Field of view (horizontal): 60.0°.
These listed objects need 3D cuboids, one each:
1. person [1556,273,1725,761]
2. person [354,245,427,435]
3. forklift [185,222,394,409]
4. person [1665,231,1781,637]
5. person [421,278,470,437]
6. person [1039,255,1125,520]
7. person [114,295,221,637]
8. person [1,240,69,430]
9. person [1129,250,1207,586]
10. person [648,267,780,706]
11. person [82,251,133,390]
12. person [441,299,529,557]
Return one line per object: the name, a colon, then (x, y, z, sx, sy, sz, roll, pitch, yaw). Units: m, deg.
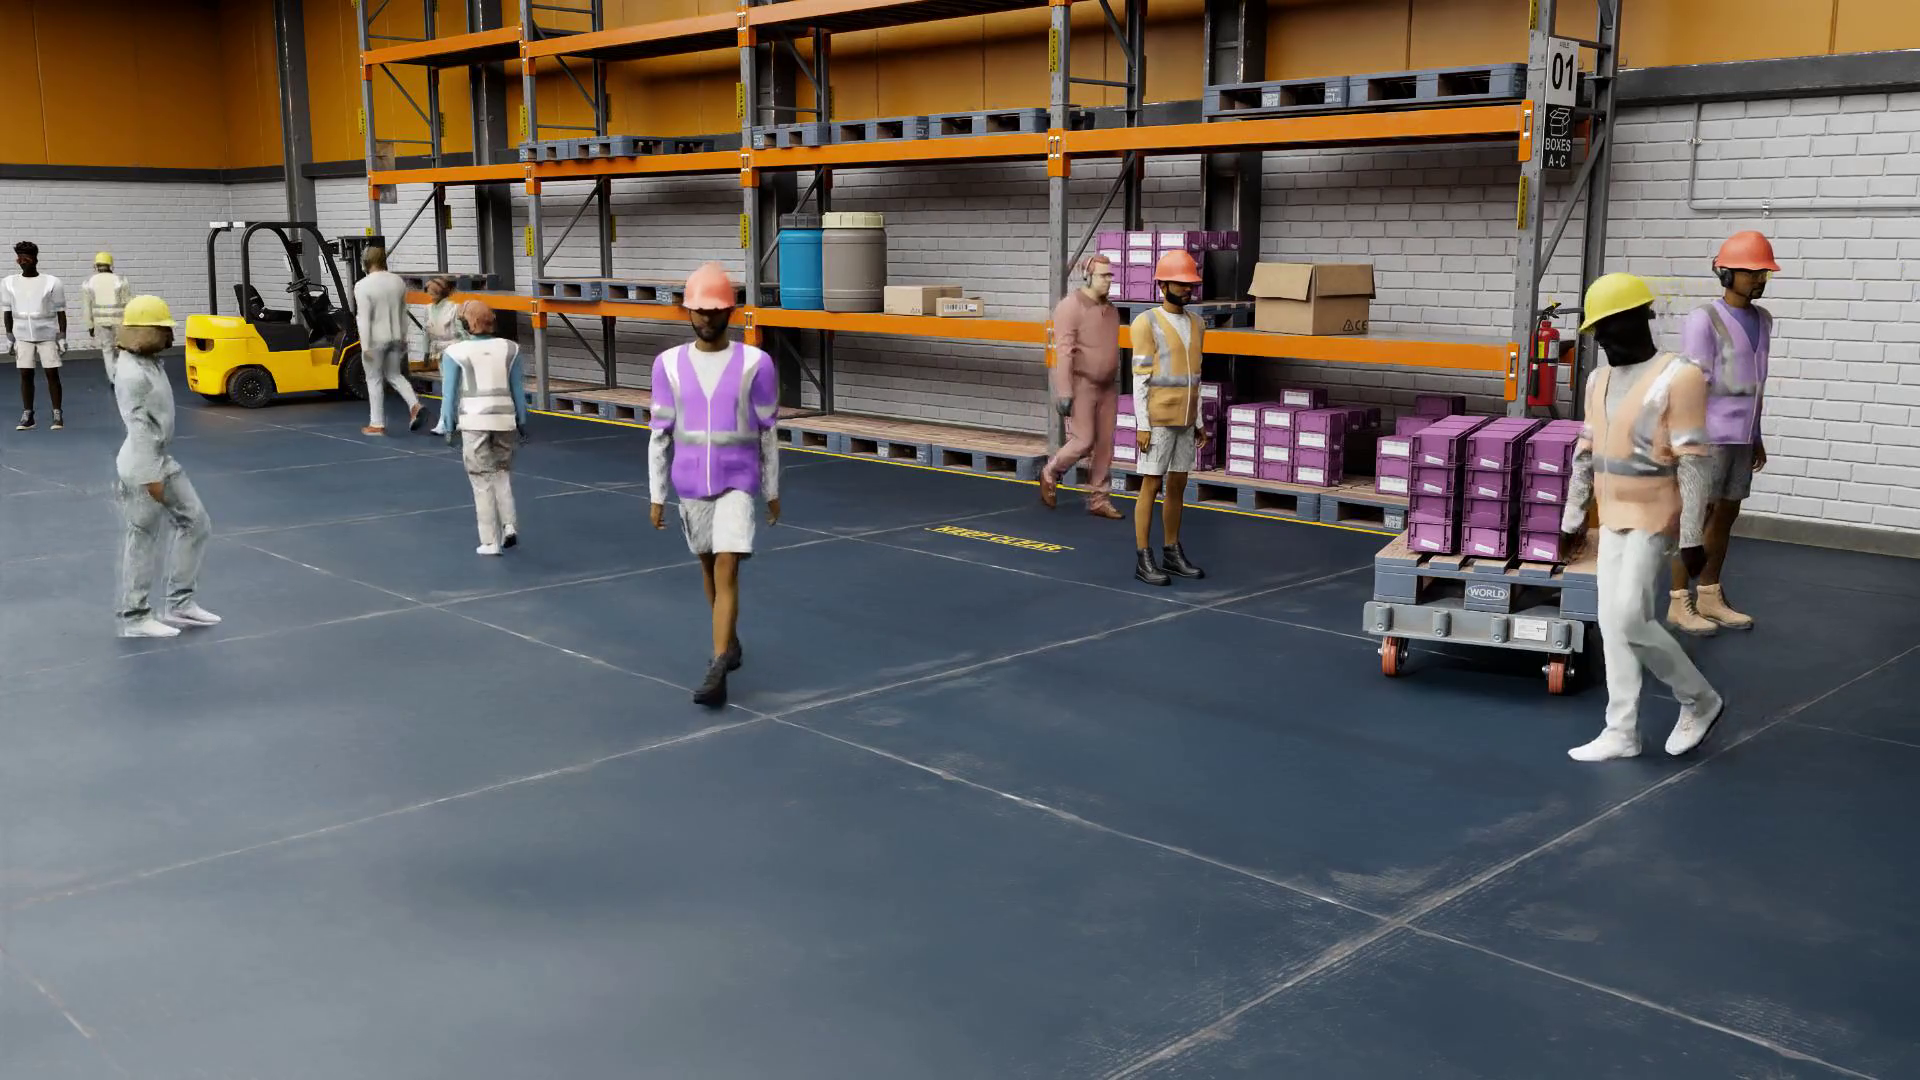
person: (2.616, -0.072, 6.384, 0.504, 1.883, 0.635, -2, 11, -11)
person: (-5.743, -1.995, 16.737, 0.697, 1.923, 0.650, 6, 12, 29)
forklift: (-8.169, -2.758, 20.163, 2.313, 2.155, 1.214, -10, 14, -44)
person: (3.904, -0.532, 8.439, 0.615, 2.040, 0.391, -6, 12, -31)
person: (-5.213, -1.835, 16.792, 0.593, 1.579, 0.864, 6, 12, 28)
person: (0.886, -1.089, 11.901, 0.654, 1.887, 0.588, -10, 14, -43)
person: (-4.000, -0.361, 8.366, 0.573, 1.723, 0.517, -2, 11, -11)
person: (-9.628, -2.126, 17.337, 0.608, 1.966, 0.371, -2, 11, -13)
person: (1.237, -0.711, 9.703, 0.543, 1.938, 0.356, -8, 13, -38)
person: (-1.095, -0.261, 7.396, 0.562, 1.886, 1.022, 1, 10, 3)
person: (-11.105, -2.860, 21.741, 0.621, 1.818, 0.459, -2, 11, -11)
person: (-3.000, -0.704, 10.515, 0.537, 1.620, 0.397, -8, 13, -38)
